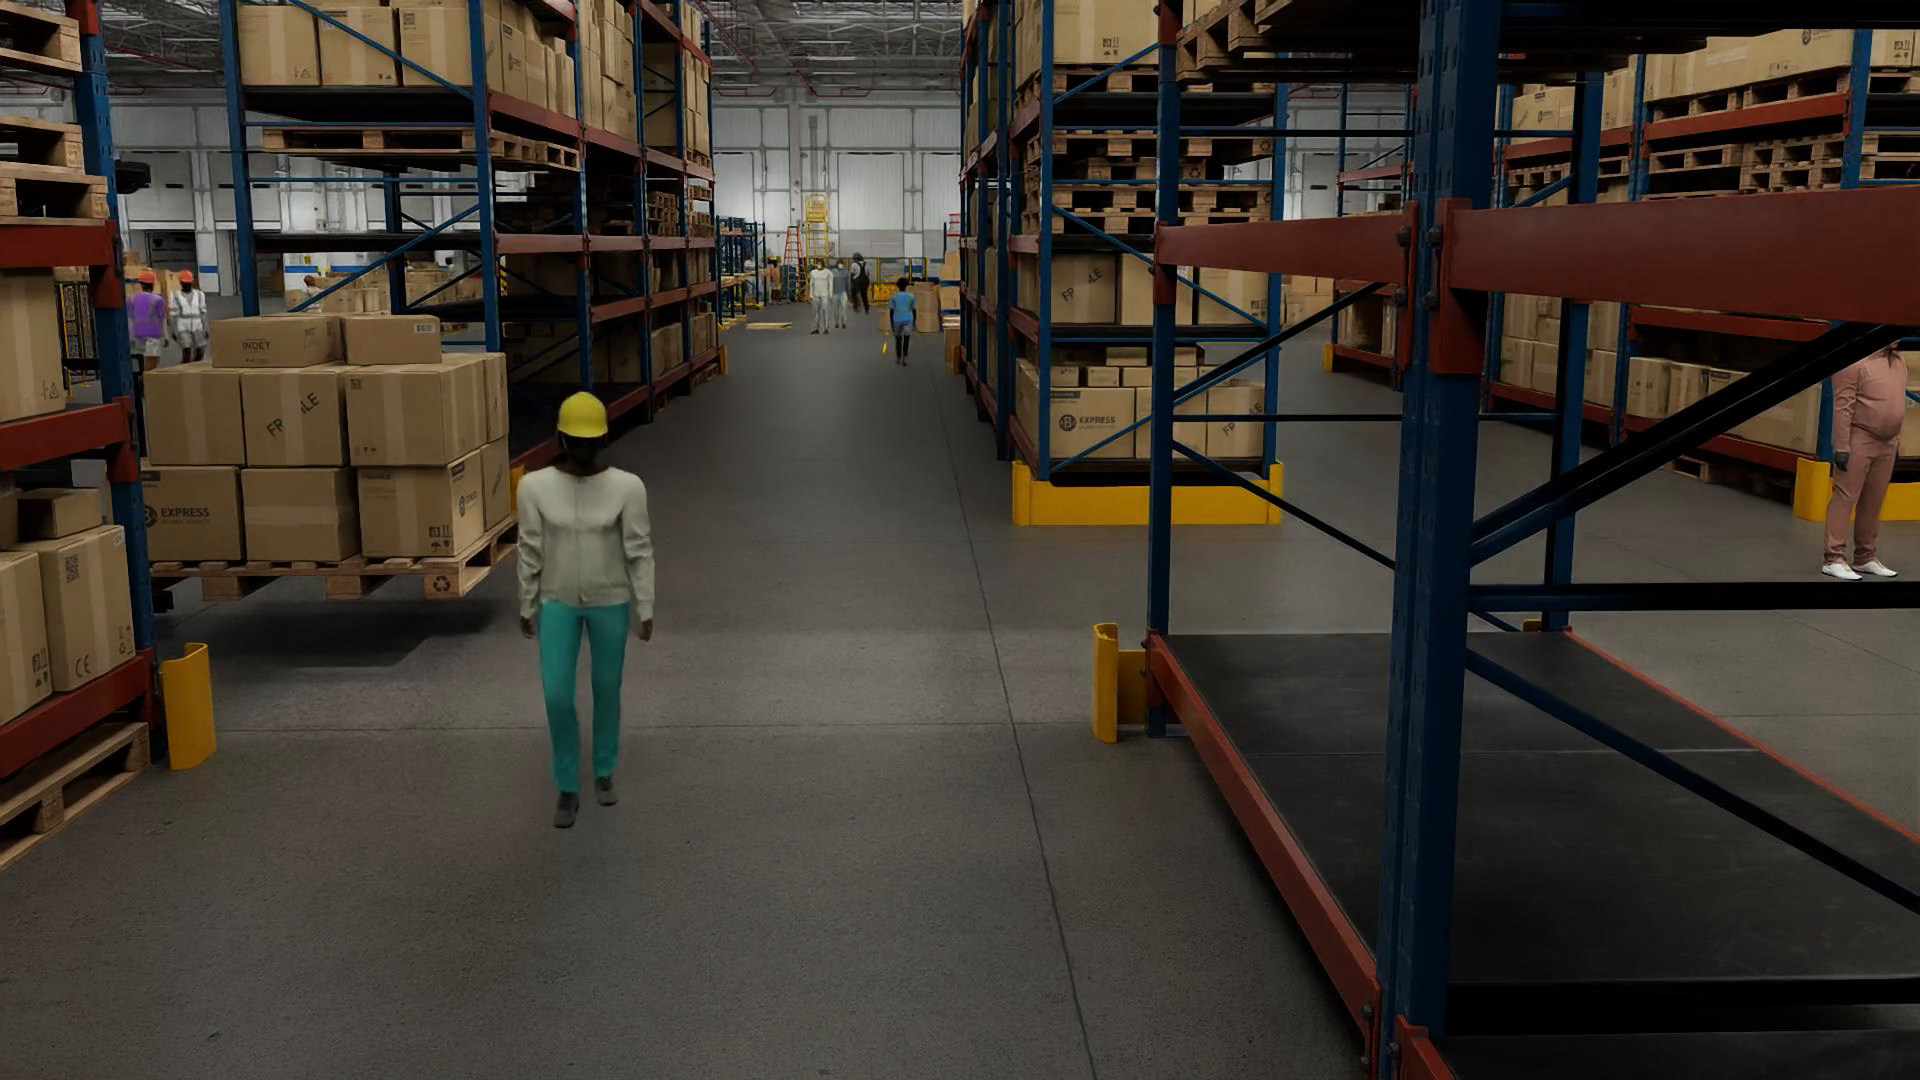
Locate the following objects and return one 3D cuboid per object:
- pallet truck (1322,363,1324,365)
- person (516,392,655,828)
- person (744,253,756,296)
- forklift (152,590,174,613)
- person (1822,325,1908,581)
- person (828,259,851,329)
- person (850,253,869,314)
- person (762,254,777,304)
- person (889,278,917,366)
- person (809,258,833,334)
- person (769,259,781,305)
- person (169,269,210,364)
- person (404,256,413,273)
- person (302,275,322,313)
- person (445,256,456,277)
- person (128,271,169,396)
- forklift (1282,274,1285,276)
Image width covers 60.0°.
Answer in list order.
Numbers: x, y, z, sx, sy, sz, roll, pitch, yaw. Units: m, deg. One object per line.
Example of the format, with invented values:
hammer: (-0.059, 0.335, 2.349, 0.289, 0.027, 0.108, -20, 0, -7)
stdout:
pallet truck: (7.712, -4.157, 30.737, 1.885, 1.965, 0.823, 3, 11, 16)
person: (-1.510, 0.277, 6.739, 0.547, 1.740, 0.662, -2, 10, -12)
person: (-7.715, -9.692, 61.787, 0.414, 1.932, 0.632, 8, 13, 36)
forklift: (-5.858, -0.811, 9.639, 1.873, 2.768, 1.129, -1, 10, -3)
person: (6.339, -0.667, 11.582, 0.642, 1.900, 0.400, -4, 11, -23)
person: (-3.239, -6.630, 44.825, 0.632, 1.894, 1.019, -1, 10, -5)
person: (-3.268, -8.331, 53.872, 0.754, 2.000, 0.599, -9, 14, -41)
person: (-7.139, -9.759, 62.292, 0.603, 1.890, 0.690, -4, 11, -24)
person: (-1.083, -4.152, 31.676, 0.538, 1.665, 0.834, 1, 10, 3)
person: (-3.531, -6.195, 42.275, 0.627, 1.934, 0.372, 3, 11, 16)
person: (-6.839, -9.532, 61.522, 0.317, 1.695, 0.540, 6, 12, 32)
person: (-12.427, -3.416, 26.863, 0.615, 1.910, 0.485, -9, 13, -40)
person: (-17.687, -8.128, 53.214, 0.520, 1.873, 0.328, 5, 11, 26)
person: (-13.688, -4.774, 35.177, 0.309, 1.640, 0.512, 5, 11, 24)
person: (-17.983, -9.087, 58.726, 0.561, 1.850, 0.638, -2, 10, -9)
person: (-12.366, -3.132, 25.278, 0.553, 1.912, 0.842, 1, 10, 7)
forklift: (12.135, -10.836, 65.485, 1.129, 2.768, 1.873, 0, 10, -2)
